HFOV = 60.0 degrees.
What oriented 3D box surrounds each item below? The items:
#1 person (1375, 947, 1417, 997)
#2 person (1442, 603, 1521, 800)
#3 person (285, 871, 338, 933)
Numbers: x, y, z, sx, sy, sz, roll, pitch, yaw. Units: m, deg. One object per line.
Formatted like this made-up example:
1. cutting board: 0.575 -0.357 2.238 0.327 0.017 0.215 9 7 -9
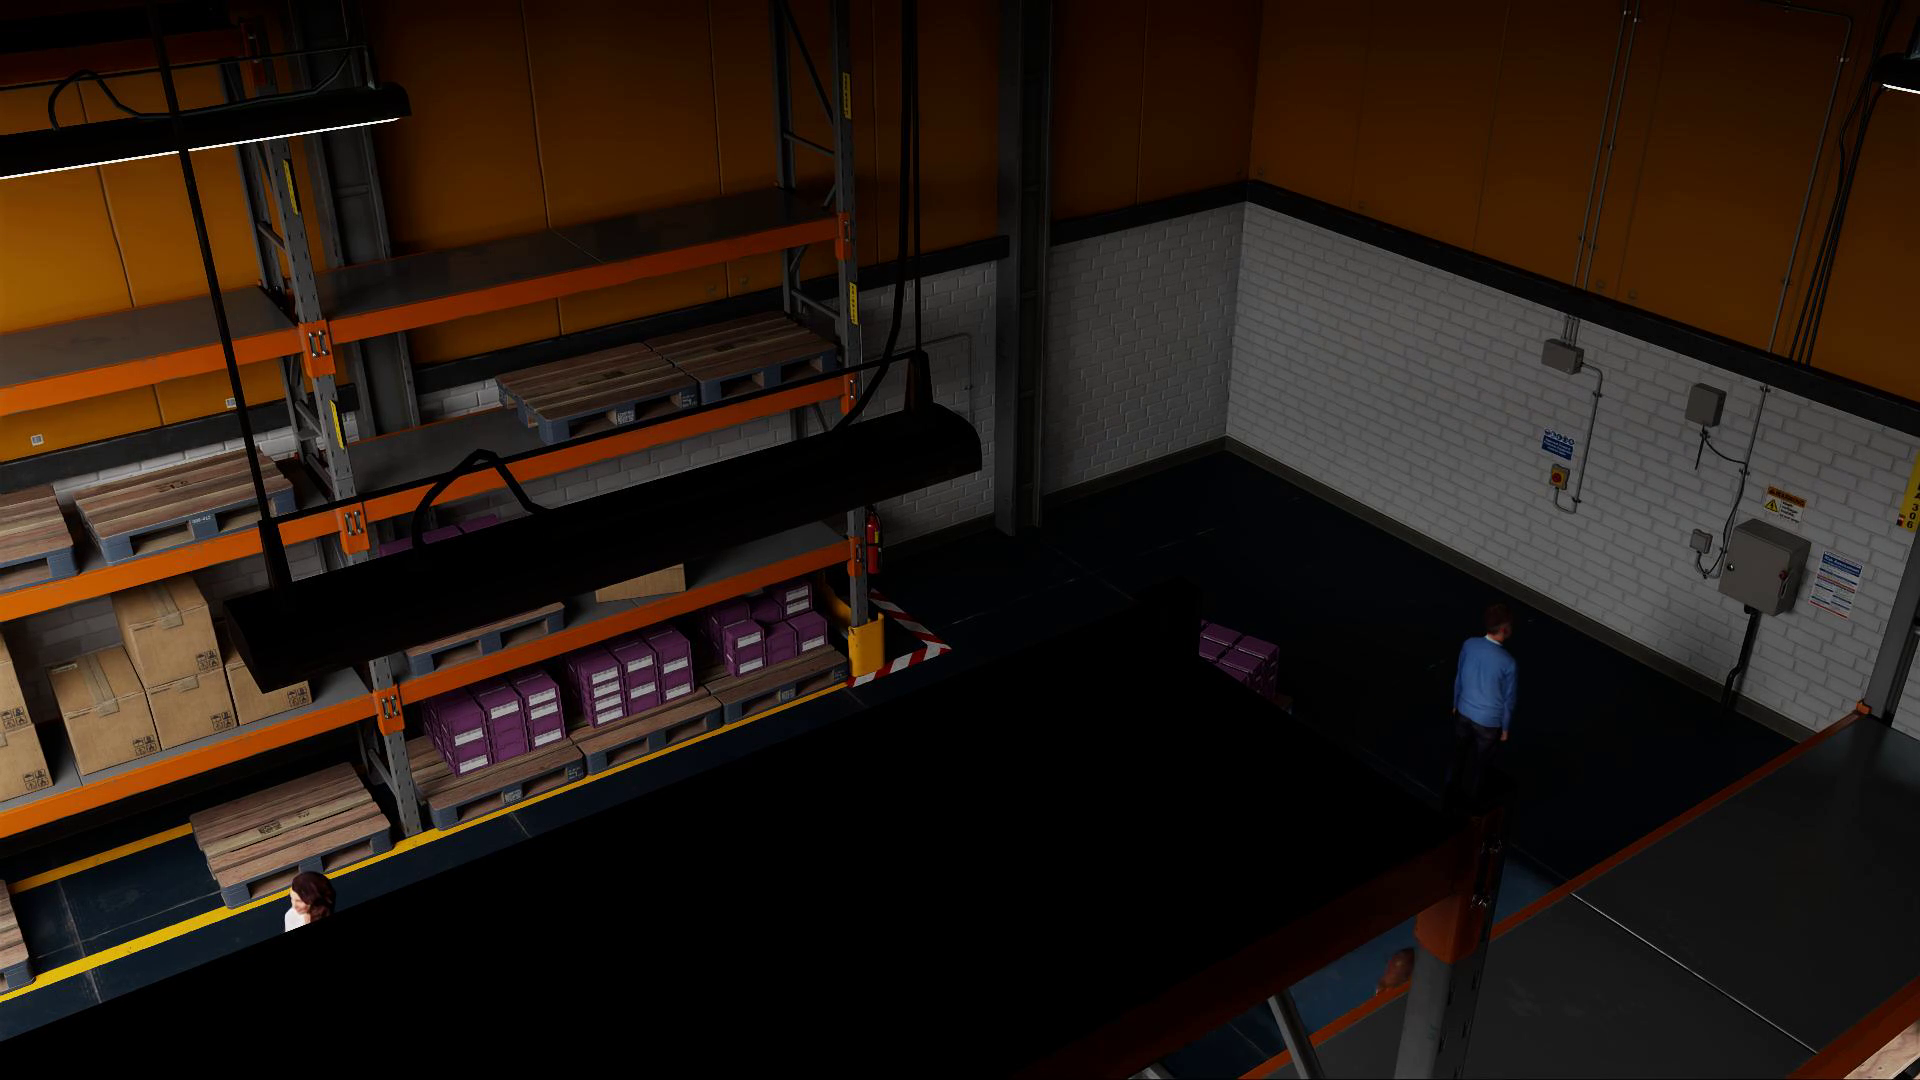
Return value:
1. person: 2.315 3.010 9.306 0.732 1.731 0.691 -7 29 -13
2. person: 3.887 1.281 12.392 0.549 1.813 0.650 -20 35 -32
3. person: -3.724 2.679 9.847 0.679 1.795 0.711 9 30 15
